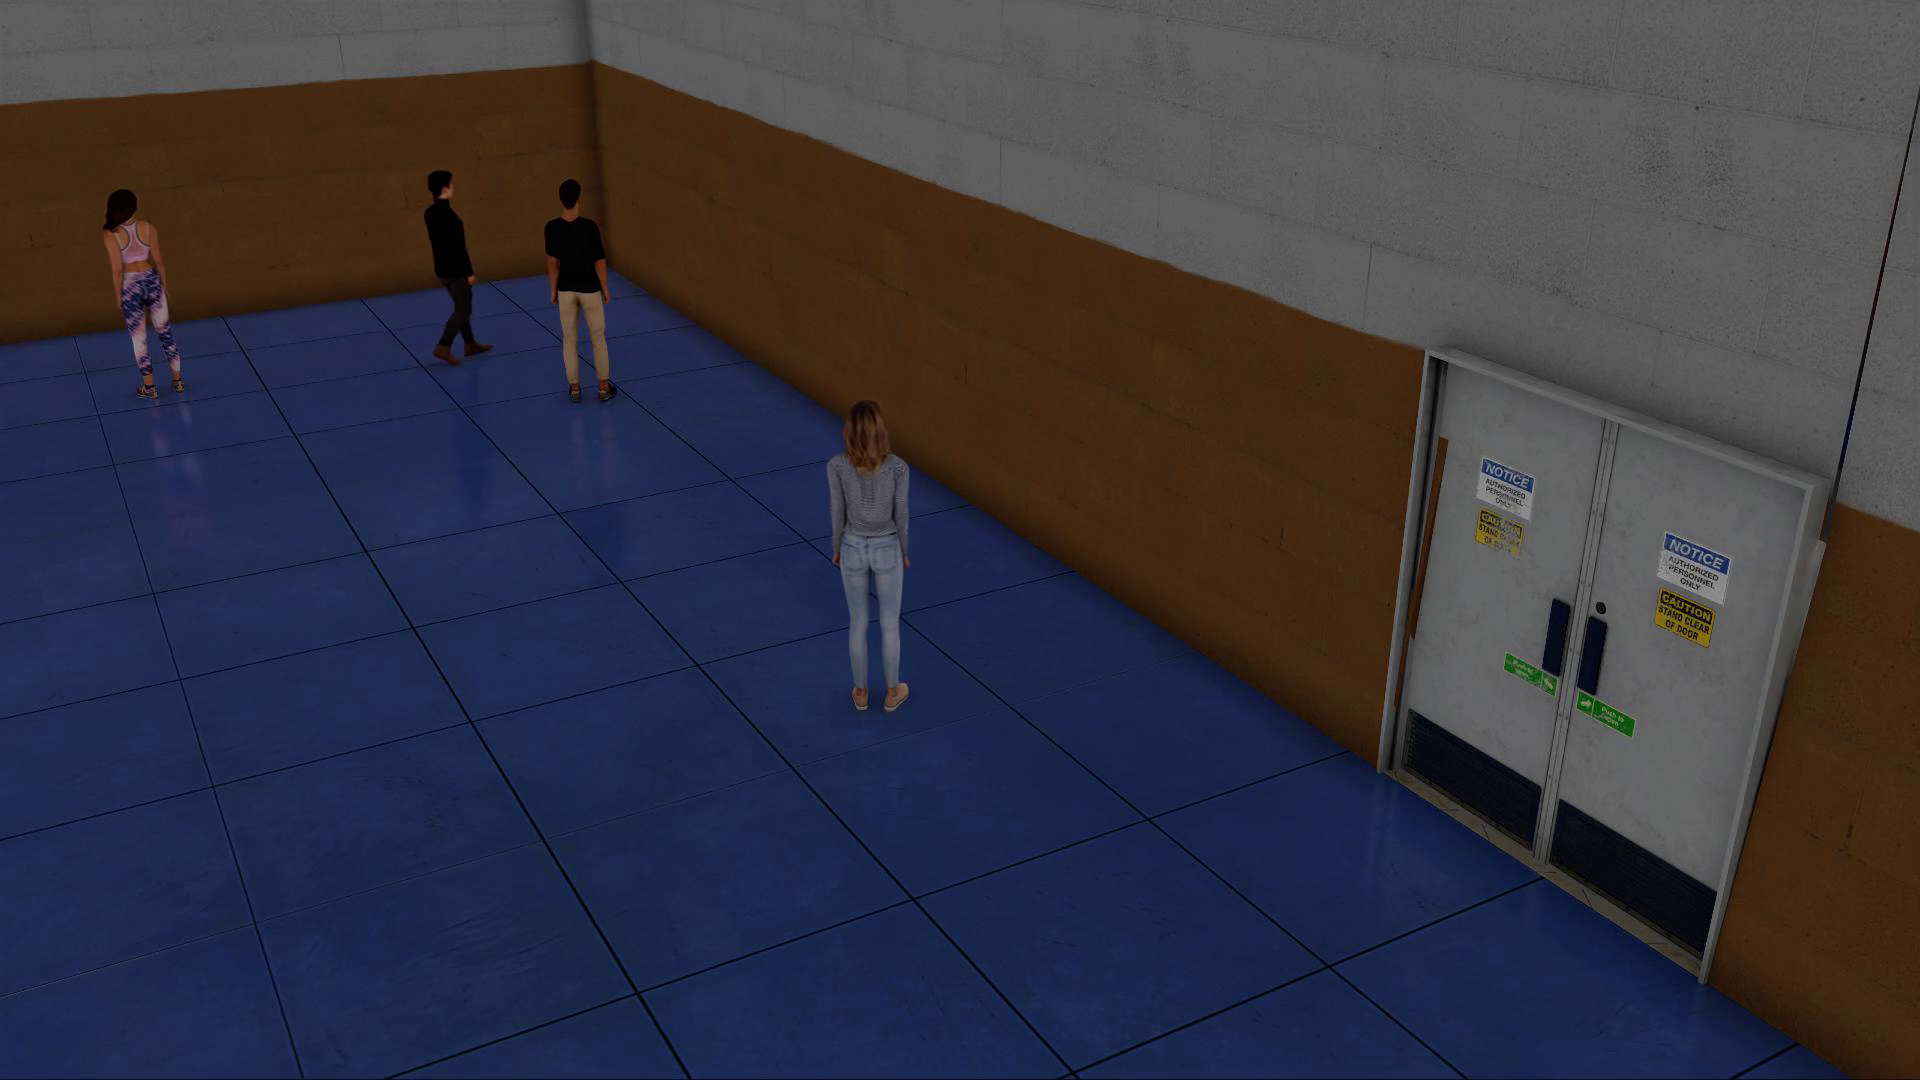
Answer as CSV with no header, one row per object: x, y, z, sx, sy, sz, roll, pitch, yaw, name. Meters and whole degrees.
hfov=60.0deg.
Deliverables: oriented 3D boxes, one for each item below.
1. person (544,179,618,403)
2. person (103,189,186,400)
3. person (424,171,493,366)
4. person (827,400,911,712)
-3.172,-2.074,13.869,0.632,1.859,0.775,-1,24,-3,person
-6.911,-2.086,14.042,0.705,1.767,0.553,21,31,40,person
-4.571,-2.432,14.878,0.916,1.731,0.731,-19,30,-36,person
-0.483,0.093,9.027,0.634,1.796,0.725,3,24,6,person
